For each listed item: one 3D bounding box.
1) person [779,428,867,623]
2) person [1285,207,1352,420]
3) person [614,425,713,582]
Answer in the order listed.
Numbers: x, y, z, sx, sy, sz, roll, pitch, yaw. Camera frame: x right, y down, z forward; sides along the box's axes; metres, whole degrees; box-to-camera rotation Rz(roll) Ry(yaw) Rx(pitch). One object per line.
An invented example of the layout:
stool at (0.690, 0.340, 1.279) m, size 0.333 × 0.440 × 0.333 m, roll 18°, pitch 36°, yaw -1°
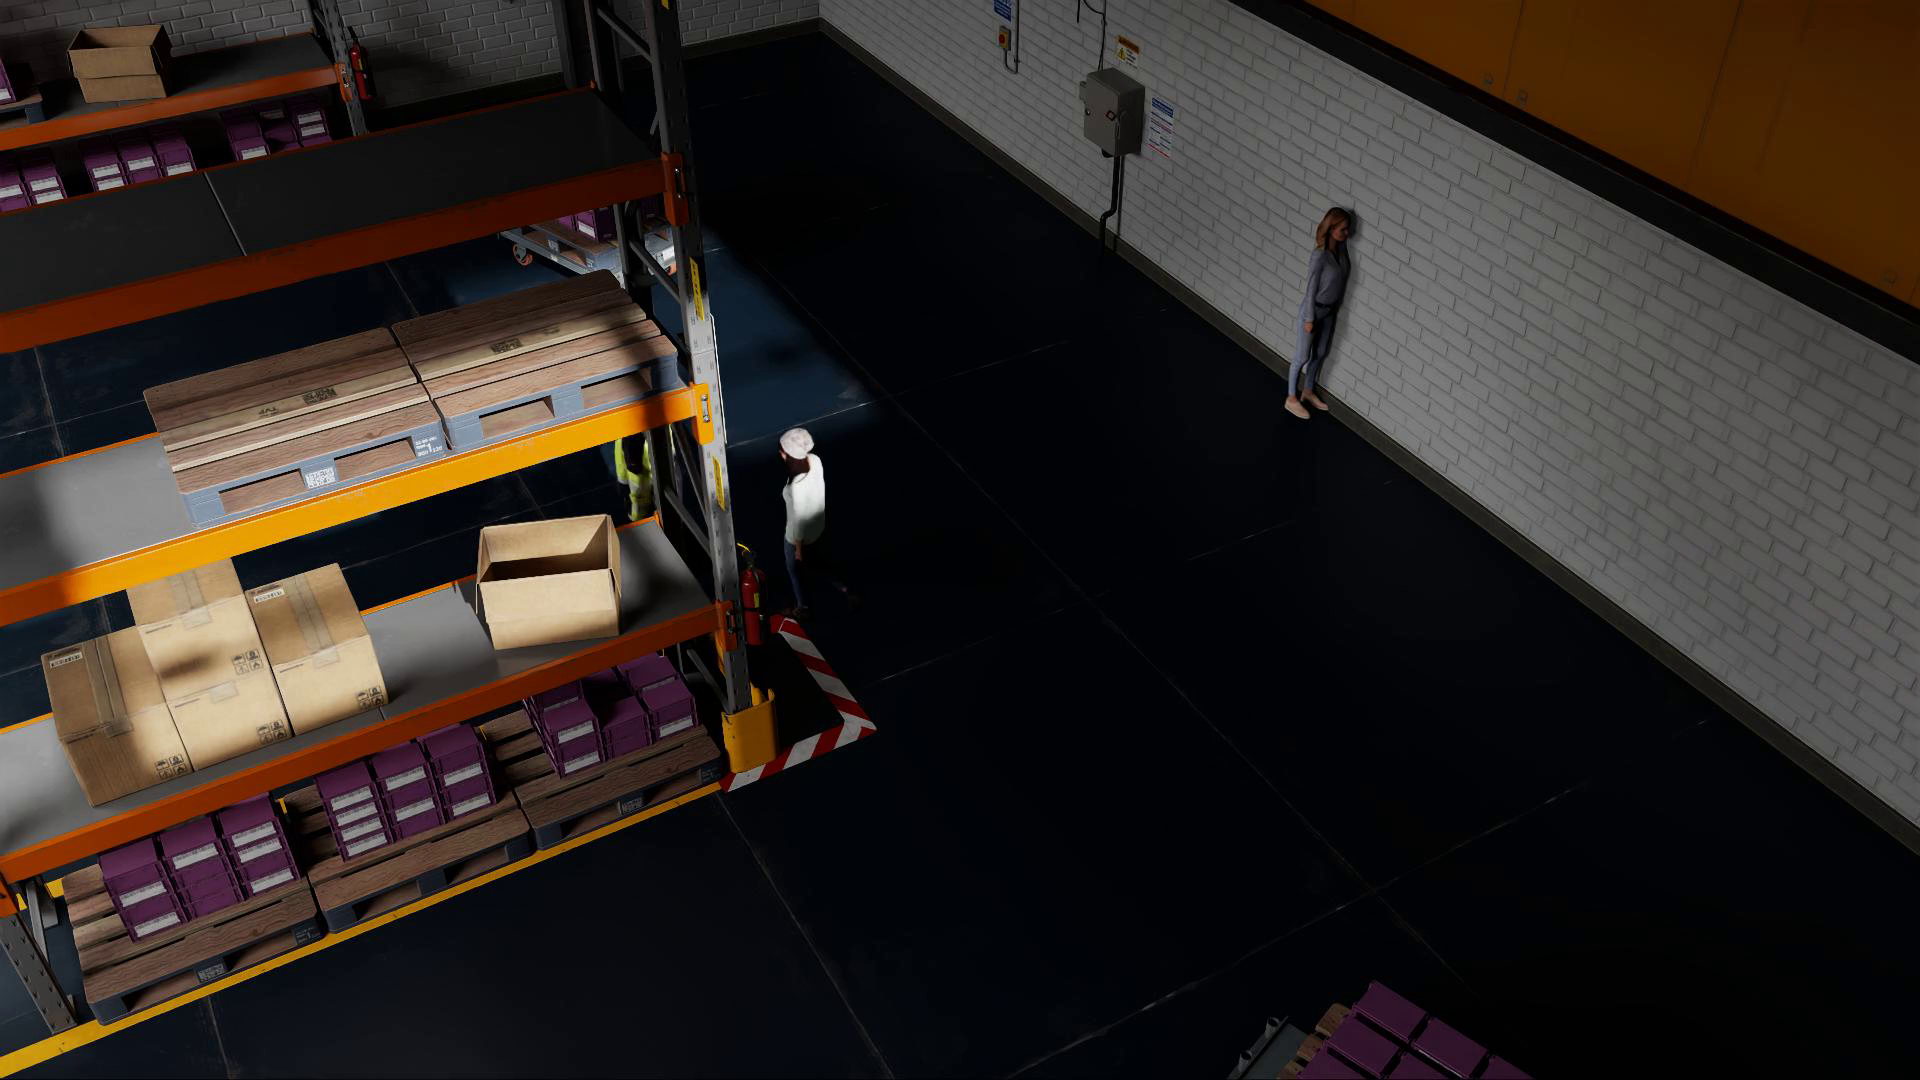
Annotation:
person at (-0.942, -0.063, 10.952) m, size 0.951 × 1.635 × 0.895 m, roll 10°, pitch 40°, yaw 12°
person at (2.797, -1.780, 12.974) m, size 0.504 × 1.795 × 0.679 m, roll -28°, pitch 46°, yaw -30°
person at (-1.966, -0.343, 11.049) m, size 1.058 × 1.951 × 1.002 m, roll 1°, pitch 39°, yaw 1°
